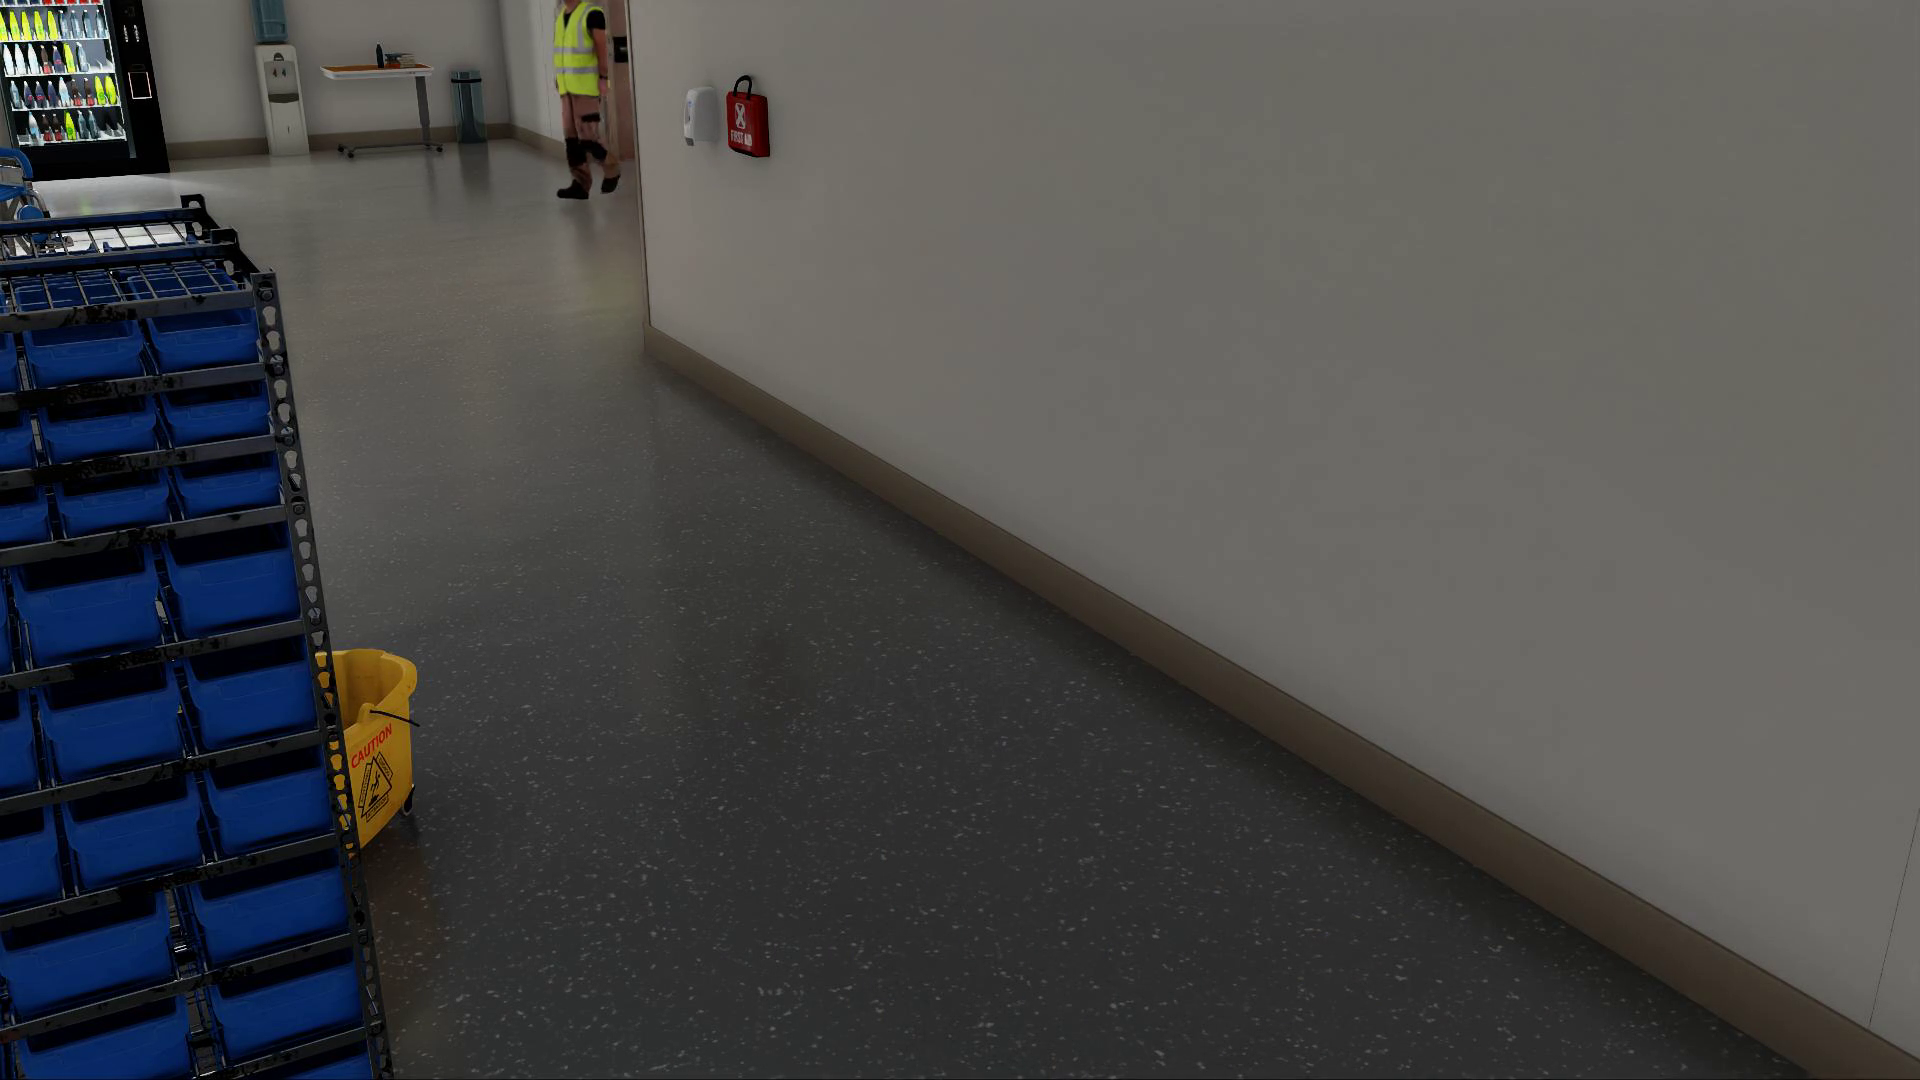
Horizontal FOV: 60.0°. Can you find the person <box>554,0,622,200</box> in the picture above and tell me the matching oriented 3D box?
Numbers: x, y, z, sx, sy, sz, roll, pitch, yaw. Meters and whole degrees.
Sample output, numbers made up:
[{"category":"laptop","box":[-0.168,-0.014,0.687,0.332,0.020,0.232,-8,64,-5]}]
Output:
[{"category":"person","box":[-3.028,-3.693,13.488,0.869,1.835,0.928,14,25,33]}]
